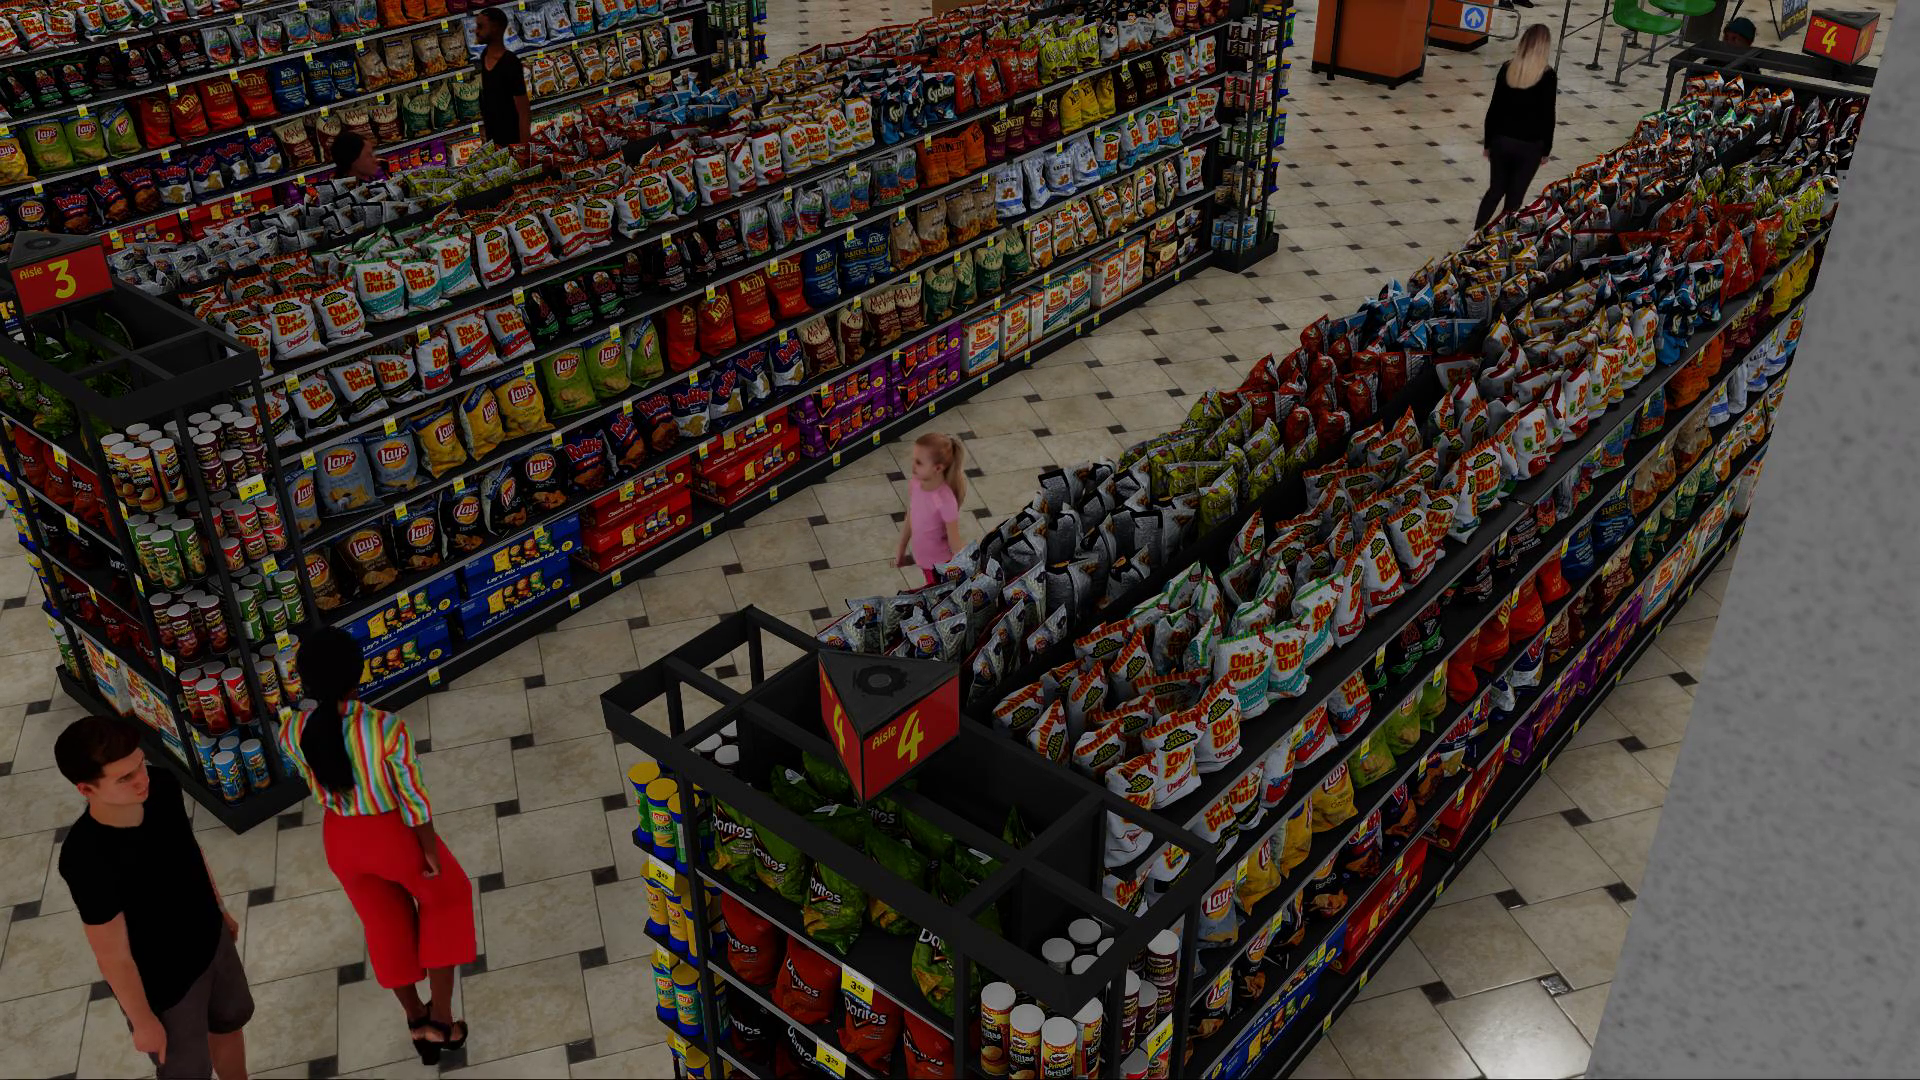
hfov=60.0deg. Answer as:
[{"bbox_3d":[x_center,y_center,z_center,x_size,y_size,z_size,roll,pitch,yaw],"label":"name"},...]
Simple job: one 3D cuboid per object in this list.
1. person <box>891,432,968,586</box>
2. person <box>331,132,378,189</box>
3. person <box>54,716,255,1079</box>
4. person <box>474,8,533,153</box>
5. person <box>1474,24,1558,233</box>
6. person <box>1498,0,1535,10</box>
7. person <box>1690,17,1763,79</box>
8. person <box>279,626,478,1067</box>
[{"bbox_3d":[-0.049,0.075,7.437,0.878,1.251,0.674,-17,36,-25],"label":"person"},{"bbox_3d":[-3.317,-1.447,9.406,0.685,1.755,0.642,-6,32,-10],"label":"person"},{"bbox_3d":[-2.387,1.249,4.982,0.812,1.851,0.712,2,32,4],"label":"person"},{"bbox_3d":[-3.091,-2.752,11.458,0.588,1.805,0.670,-24,39,-33],"label":"person"},{"bbox_3d":[3.791,-2.669,11.448,0.617,1.673,0.711,25,40,34],"label":"person"},{"bbox_3d":[6.021,-6.589,17.609,0.685,1.820,0.811,-11,34,-17],"label":"person"},{"bbox_3d":[5.125,-2.626,11.283,1.267,1.774,0.833,-24,39,-33],"label":"person"},{"bbox_3d":[-1.891,1.067,5.345,0.768,1.777,0.829,2,32,3],"label":"person"}]
